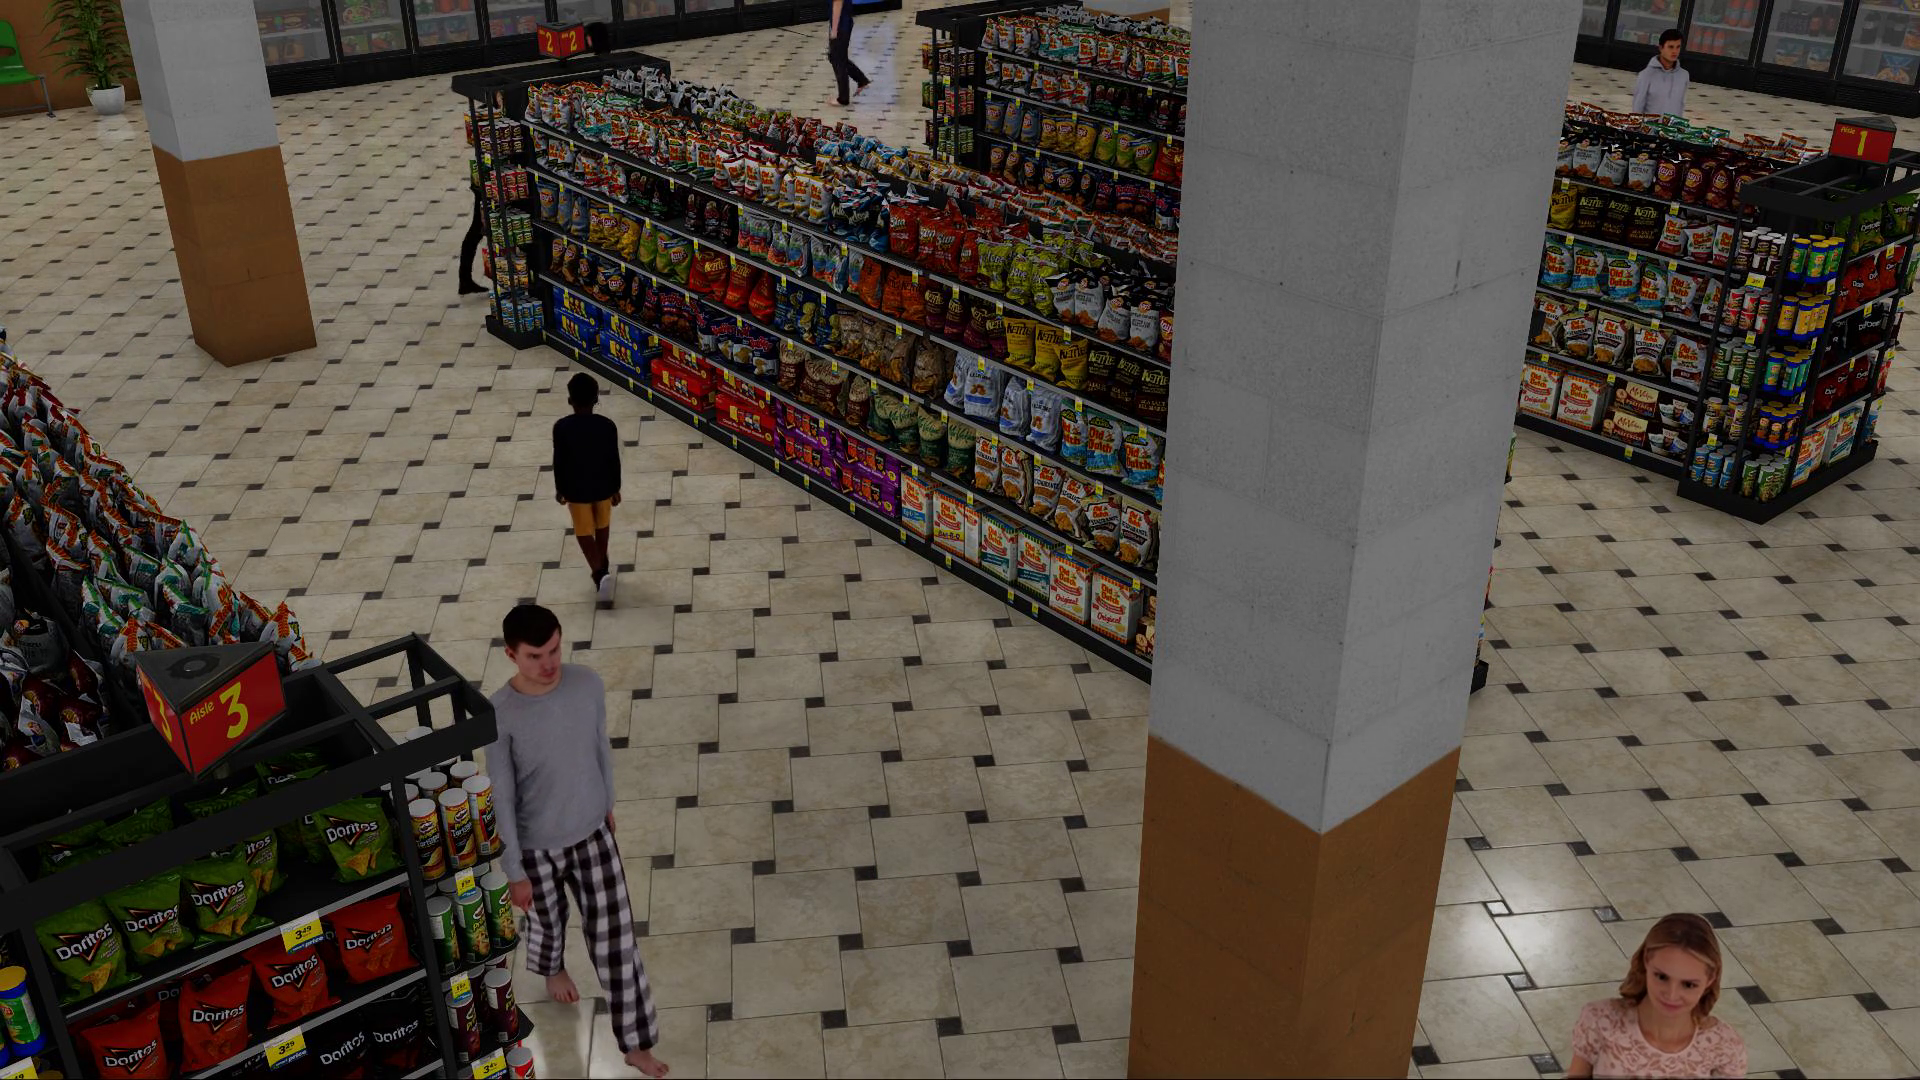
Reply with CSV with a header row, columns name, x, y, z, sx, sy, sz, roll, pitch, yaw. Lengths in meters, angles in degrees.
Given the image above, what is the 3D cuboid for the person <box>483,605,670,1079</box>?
name,x,y,z,sx,sy,sz,roll,pitch,yaw
person,-1.479,1.016,5.949,0.696,1.799,1.166,-19,32,-32

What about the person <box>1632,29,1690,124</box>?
name,x,y,z,sx,sy,sz,roll,pitch,yaw
person,6.197,-3.604,14.914,0.774,1.930,0.759,-6,28,-12

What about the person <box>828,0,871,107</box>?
name,x,y,z,sx,sy,sz,roll,pitch,yaw
person,-1.353,-6.179,20.071,0.923,1.857,0.863,1,27,3

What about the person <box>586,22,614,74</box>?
name,x,y,z,sx,sy,sz,roll,pitch,yaw
person,-3.496,-4.386,16.792,0.867,1.626,0.807,0,27,0

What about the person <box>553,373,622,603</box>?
name,x,y,z,sx,sy,sz,roll,pitch,yaw
person,-2.022,-0.278,9.103,0.632,1.254,0.864,-12,29,-23

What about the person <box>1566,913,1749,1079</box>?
name,x,y,z,sx,sy,sz,roll,pitch,yaw
person,1.789,1.736,4.495,0.576,1.830,0.695,11,29,20
